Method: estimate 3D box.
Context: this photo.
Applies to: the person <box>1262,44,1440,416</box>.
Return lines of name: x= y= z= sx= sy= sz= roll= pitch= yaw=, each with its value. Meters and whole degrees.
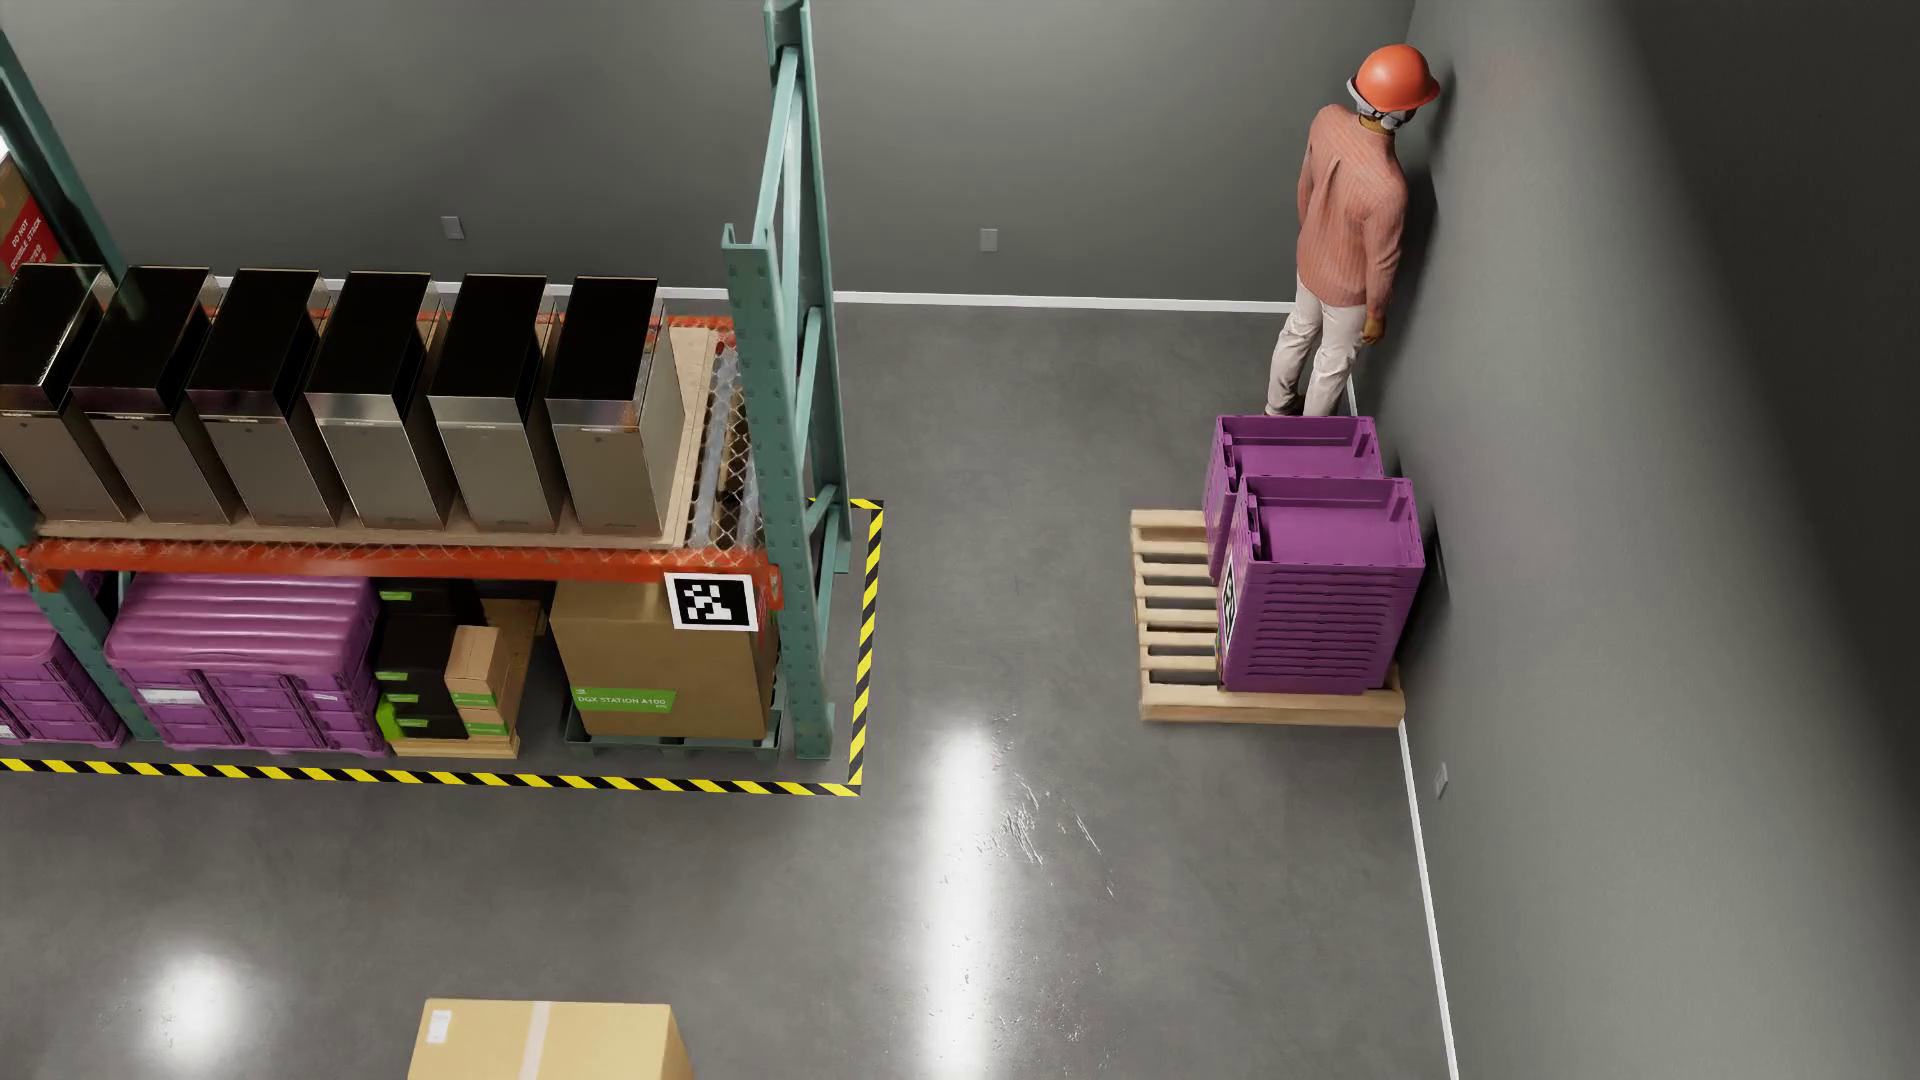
person: x=1.504 y=-1.061 z=6.492 sx=0.378 sy=1.996 sz=0.611 roll=-17 pitch=54 yaw=-13
